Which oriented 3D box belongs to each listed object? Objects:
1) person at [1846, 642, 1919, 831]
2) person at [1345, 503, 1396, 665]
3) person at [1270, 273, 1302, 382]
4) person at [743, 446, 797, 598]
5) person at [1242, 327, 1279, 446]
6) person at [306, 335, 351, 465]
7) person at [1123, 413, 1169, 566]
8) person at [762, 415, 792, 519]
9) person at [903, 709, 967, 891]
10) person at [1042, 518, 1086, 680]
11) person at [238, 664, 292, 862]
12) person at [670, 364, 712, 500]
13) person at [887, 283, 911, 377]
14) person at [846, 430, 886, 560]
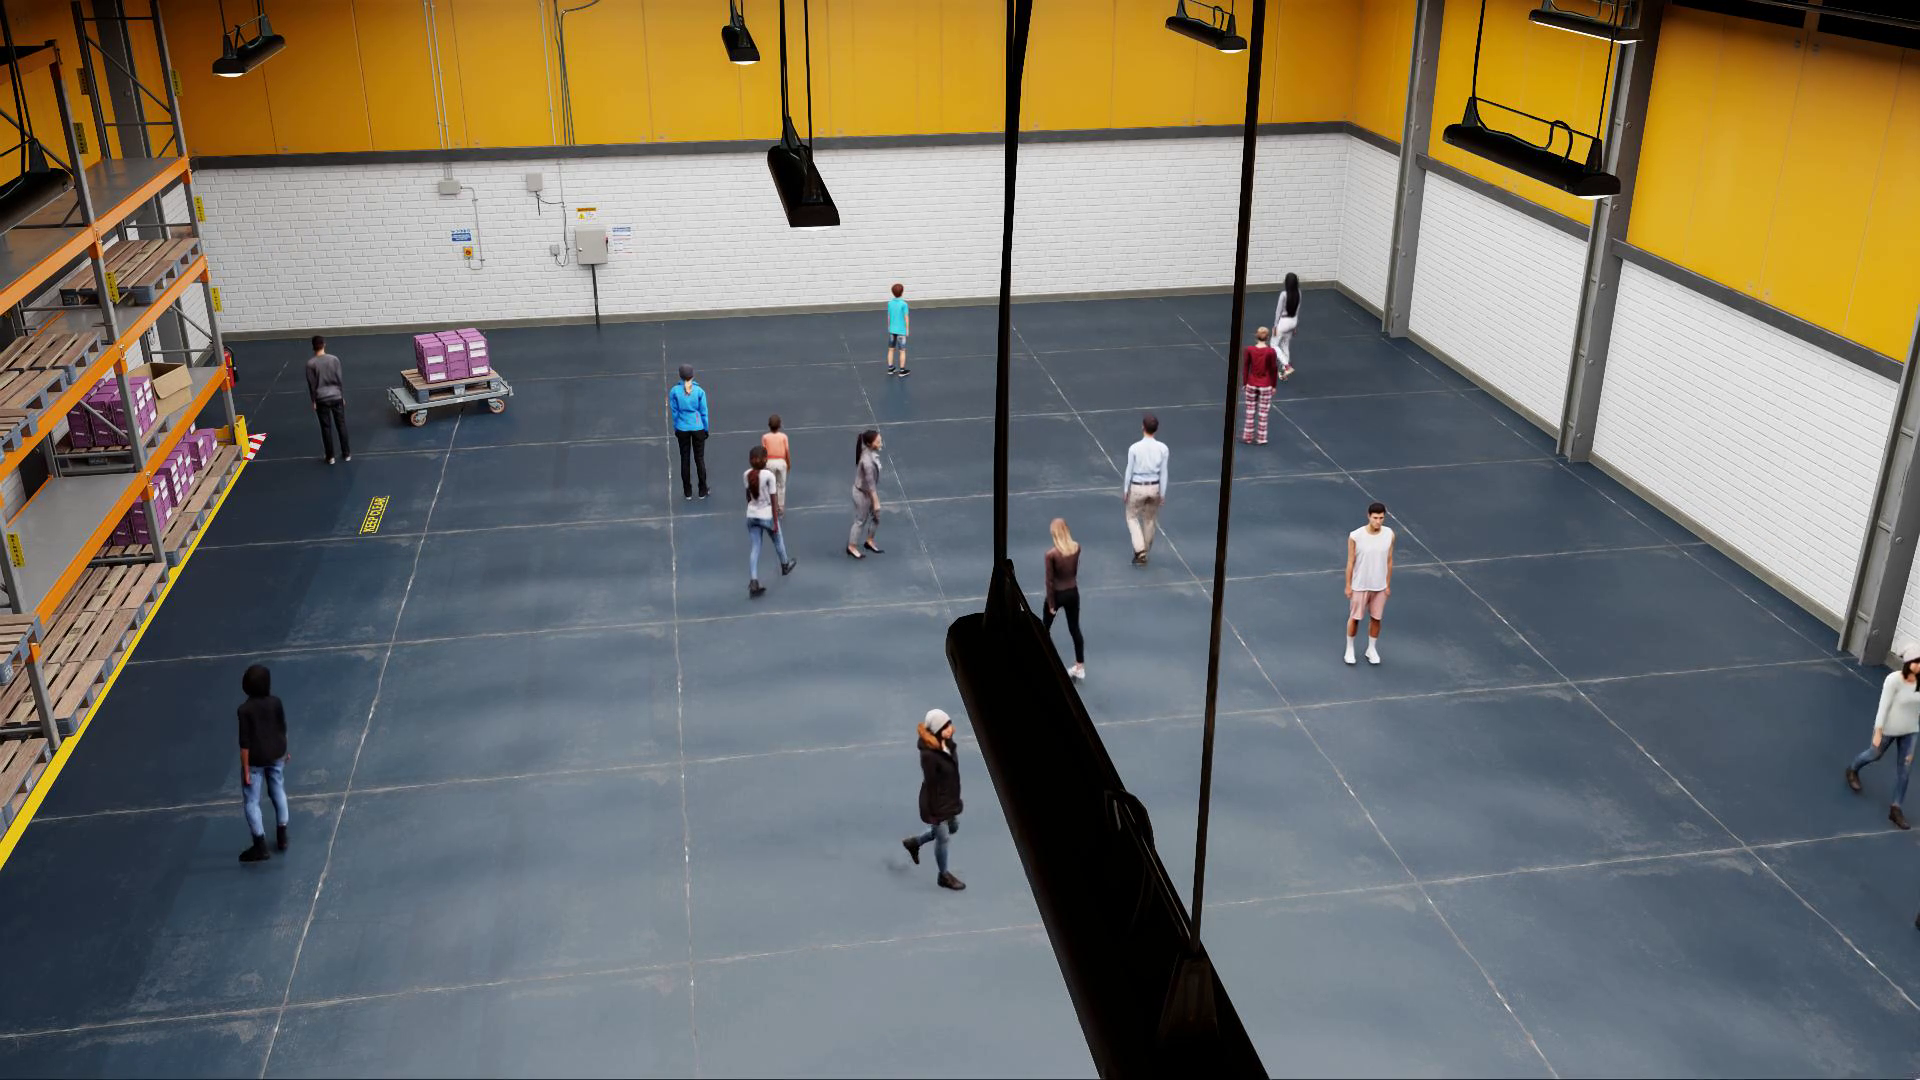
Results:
[{"bbox_3d":[8.130,1.625,14.548,0.628,1.608,1.116,-2,24,-5],"label":"person"},{"bbox_3d":[4.203,0.429,17.063,0.647,1.784,0.601,-1,24,-2],"label":"person"},{"bbox_3d":[5.054,-3.247,25.563,0.738,1.712,0.827,-13,27,-27],"label":"person"},{"bbox_3d":[-2.263,-0.182,18.588,1.001,1.682,1.192,11,26,23],"label":"person"},{"bbox_3d":[4.157,-2.158,23.086,0.692,1.699,0.683,9,25,19],"label":"person"},{"bbox_3d":[-8.513,-1.903,22.426,0.682,1.761,0.664,-14,27,-29],"label":"person"},{"bbox_3d":[2.142,-0.535,19.196,0.686,1.842,0.814,-2,24,-5],"label":"person"},{"bbox_3d":[-2.293,-0.903,20.731,0.557,1.287,0.844,-2,24,-4],"label":"person"},{"bbox_3d":[-0.220,2.086,13.477,0.927,1.621,0.903,11,26,23],"label":"person"},{"bbox_3d":[1.088,0.621,16.784,0.893,1.655,1.192,-14,27,-29],"label":"person"},{"bbox_3d":[-5.812,1.871,13.904,0.919,1.672,0.883,11,26,24],"label":"person"},{"bbox_3d":[-3.433,-1.389,21.203,0.657,1.799,0.589,1,24,1],"label":"person"},{"bbox_3d":[-0.979,-3.301,26.020,0.610,1.445,0.659,13,27,28],"label":"person"},{"bbox_3d":[-1.165,-0.516,19.412,0.763,1.634,0.686,-3,24,-8],"label":"person"}]
